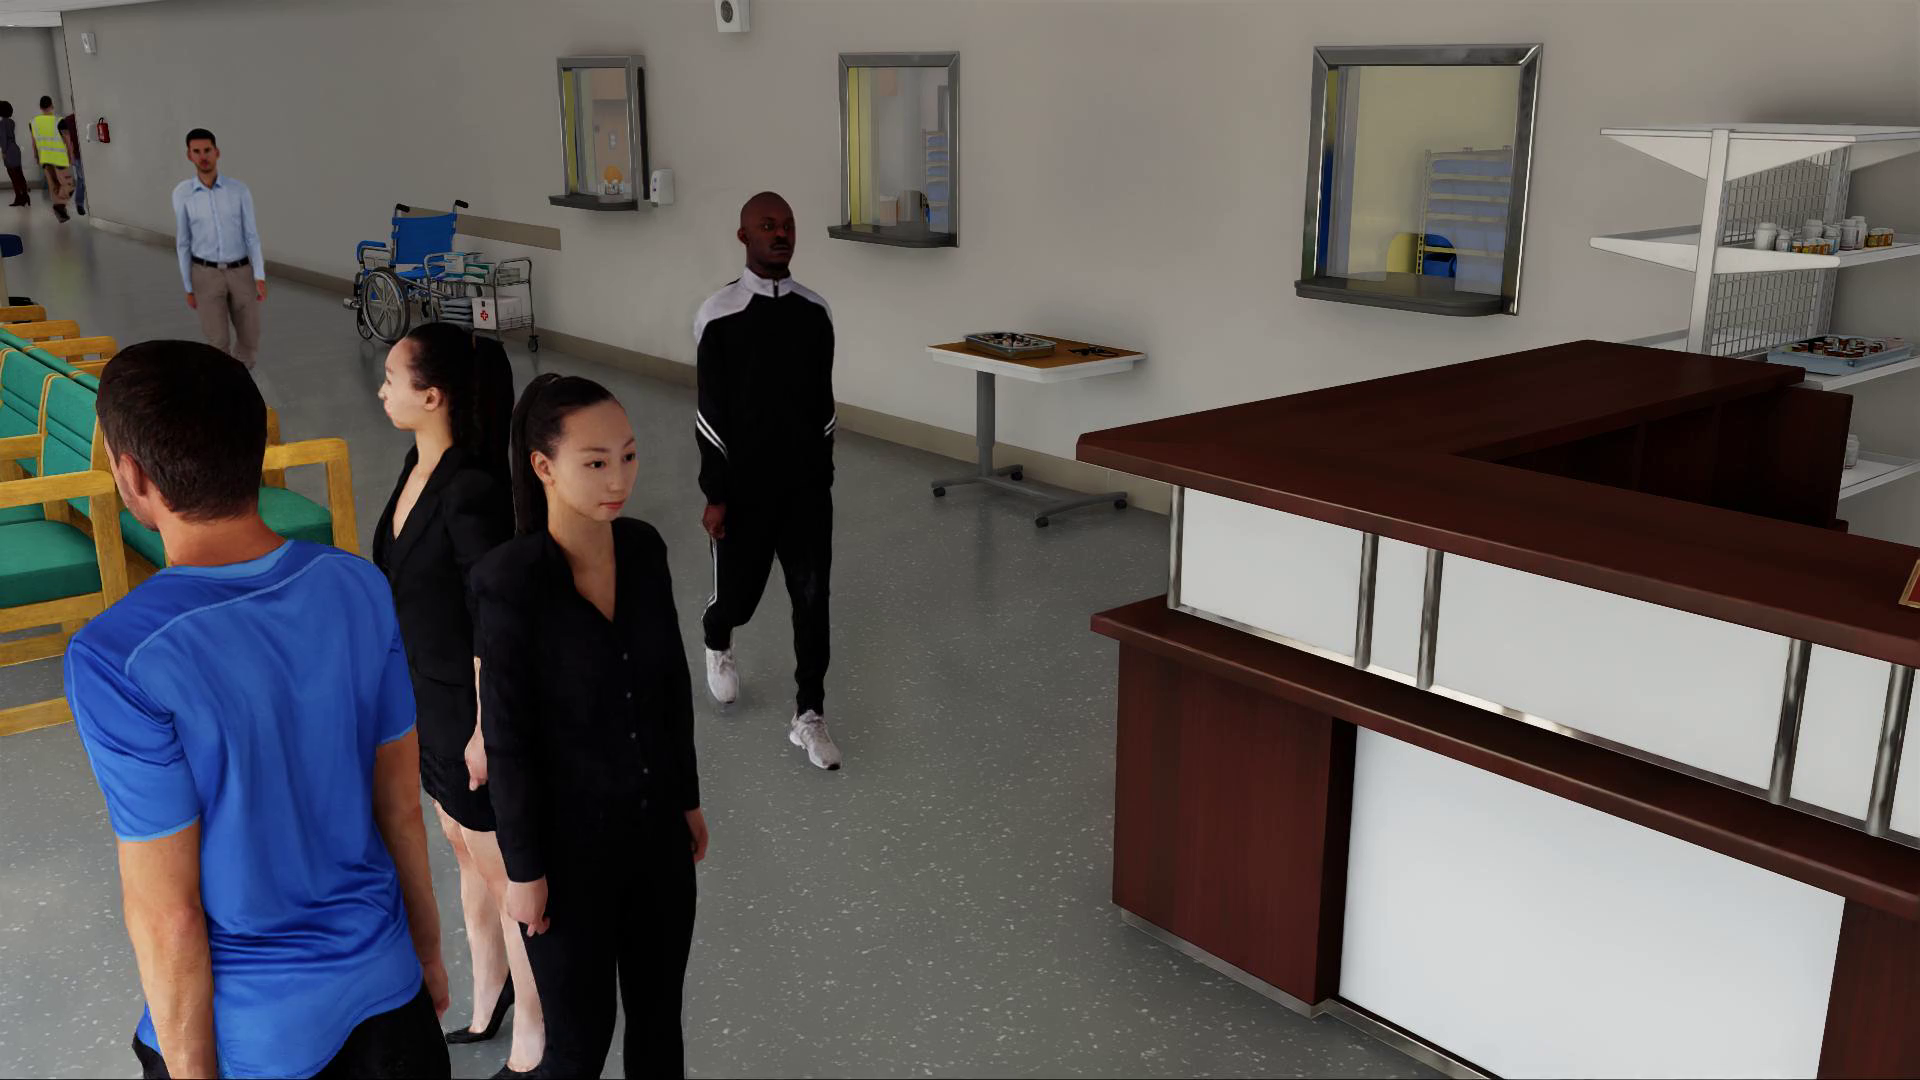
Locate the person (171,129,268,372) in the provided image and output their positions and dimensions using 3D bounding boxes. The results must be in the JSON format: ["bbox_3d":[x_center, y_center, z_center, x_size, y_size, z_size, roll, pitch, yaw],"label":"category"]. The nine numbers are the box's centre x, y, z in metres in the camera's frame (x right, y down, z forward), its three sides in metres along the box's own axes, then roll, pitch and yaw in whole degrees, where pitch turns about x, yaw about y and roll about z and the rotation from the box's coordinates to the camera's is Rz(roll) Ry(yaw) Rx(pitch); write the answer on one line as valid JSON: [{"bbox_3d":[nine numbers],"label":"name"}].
[{"bbox_3d":[-4.640,-1.642,10.482,1.053,1.826,0.815,-9,18,-28],"label":"person"}]

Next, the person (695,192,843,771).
[{"bbox_3d":[-0.665,-0.214,5.462,1.115,1.803,0.903,-8,17,-26],"label":"person"}]

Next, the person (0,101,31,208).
[{"bbox_3d":[-15.774,-6.424,27.667,0.679,1.706,0.656,-2,16,-7],"label":"person"}]

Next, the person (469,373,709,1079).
[{"bbox_3d":[-0.637,0.548,2.927,0.674,1.712,0.493,12,20,36],"label":"person"}]

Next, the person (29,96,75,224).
[{"bbox_3d":[-13.325,-5.568,24.410,1.003,1.826,1.035,-1,16,-3],"label":"person"}]

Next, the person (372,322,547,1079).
[{"bbox_3d":[-1.044,0.373,3.575,0.540,1.697,0.607,-10,19,-33],"label":"person"}]

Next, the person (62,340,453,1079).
[{"bbox_3d":[-0.824,0.685,2.224,0.885,1.829,1.224,12,20,37],"label":"person"}]
